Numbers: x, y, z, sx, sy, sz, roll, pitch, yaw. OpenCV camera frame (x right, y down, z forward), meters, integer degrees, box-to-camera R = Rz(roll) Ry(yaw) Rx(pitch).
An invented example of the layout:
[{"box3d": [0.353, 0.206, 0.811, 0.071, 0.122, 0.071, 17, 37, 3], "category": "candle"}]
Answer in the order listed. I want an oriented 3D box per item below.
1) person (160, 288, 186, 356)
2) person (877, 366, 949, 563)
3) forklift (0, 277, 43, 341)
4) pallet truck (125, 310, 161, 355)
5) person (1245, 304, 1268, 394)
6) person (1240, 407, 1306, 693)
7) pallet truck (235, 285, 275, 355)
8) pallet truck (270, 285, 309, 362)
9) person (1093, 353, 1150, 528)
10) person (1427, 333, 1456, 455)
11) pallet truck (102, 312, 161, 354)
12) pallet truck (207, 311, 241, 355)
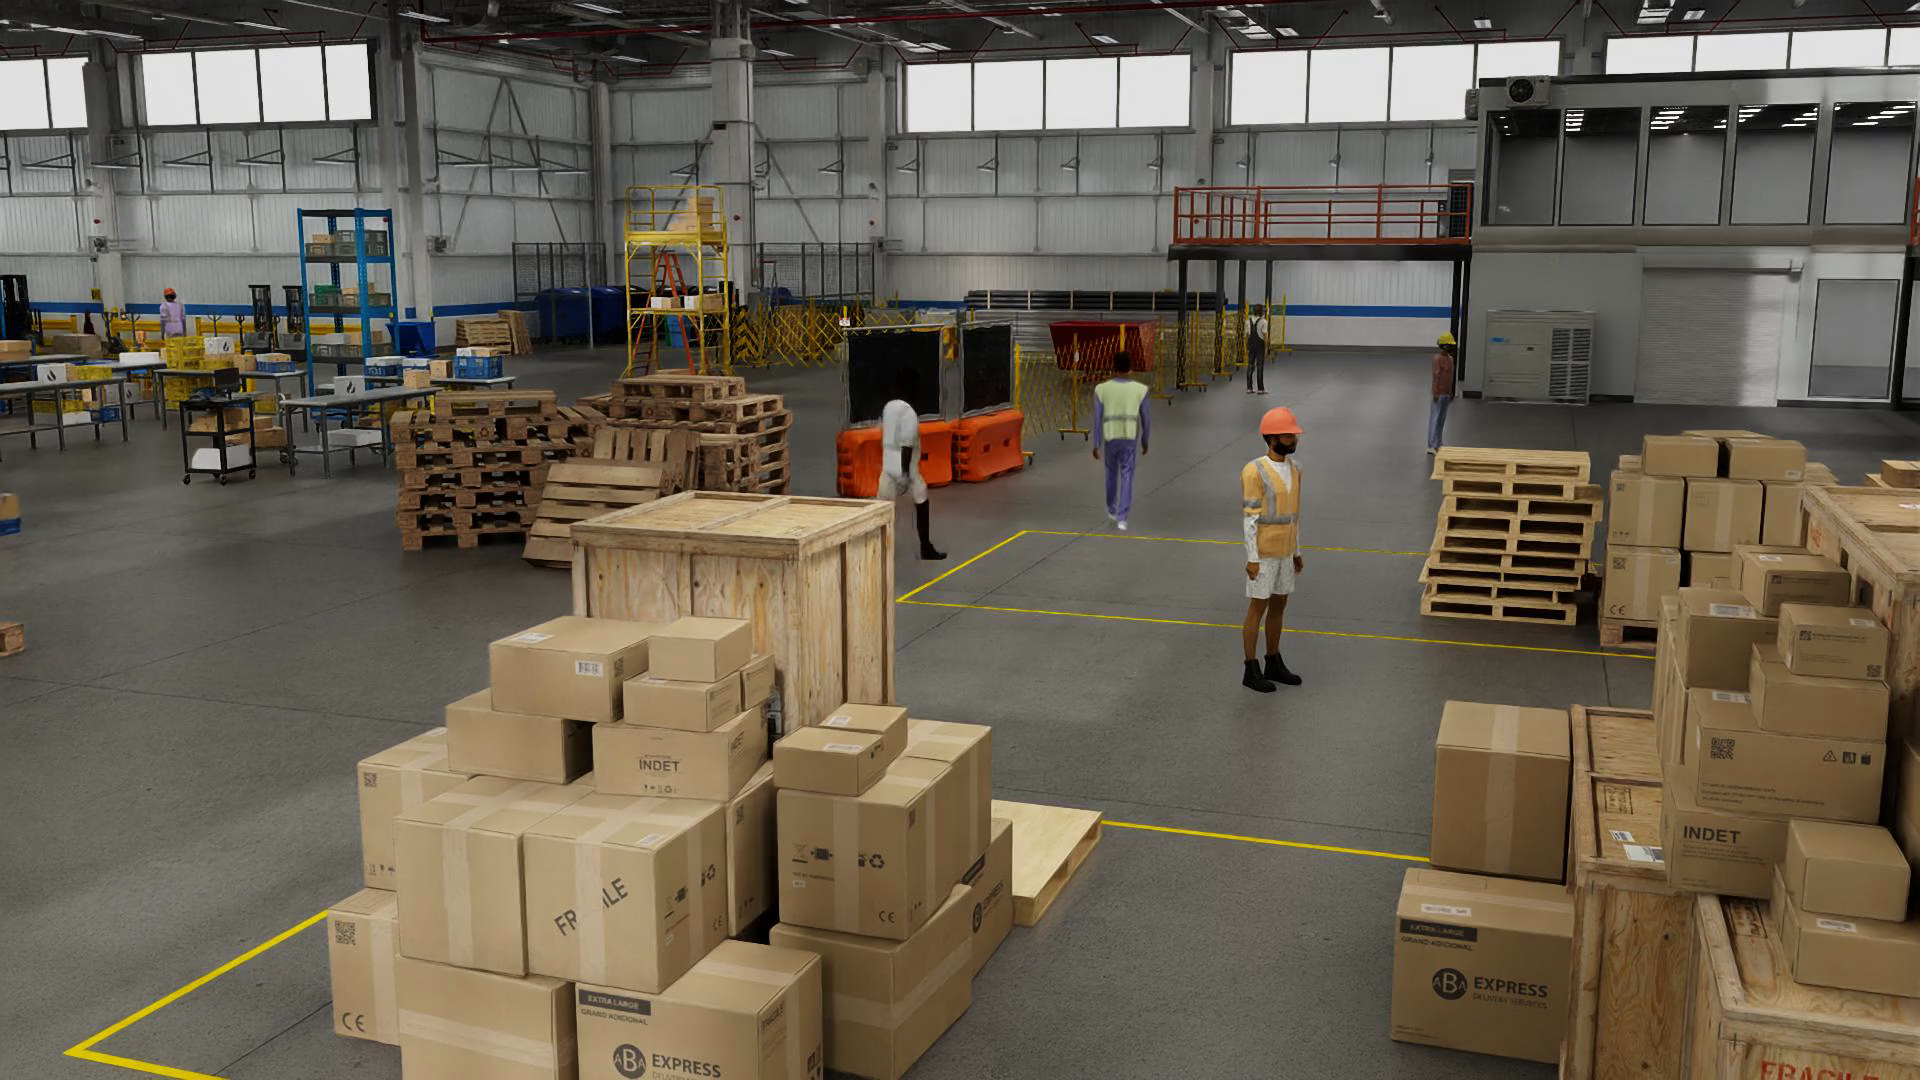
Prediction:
[{"box3d": [-18.510, -4.908, 39.109, 0.408, 2.034, 0.609, 7, 12, 34], "category": "person"}, {"box3d": [-0.616, -0.697, 15.724, 0.995, 1.920, 0.599, -6, 12, -31], "category": "person"}, {"box3d": [-27.151, -6.329, 46.328, 1.157, 1.987, 2.680, 3, 11, 17], "category": "forklift"}, {"box3d": [-22.038, -5.665, 45.457, 0.704, 1.261, 1.522, 3, 11, 17], "category": "pallet truck"}, {"box3d": [6.049, -3.886, 33.891, 0.504, 1.840, 0.345, 8, 13, 39], "category": "person"}, {"box3d": [2.152, 0.061, 11.373, 0.546, 1.942, 0.348, -9, 13, -40], "category": "person"}, {"box3d": [-18.327, -5.835, 44.421, 0.823, 1.965, 1.885, 4, 11, 23], "category": "pallet truck"}, {"box3d": [-17.147, -5.700, 43.663, 0.823, 1.965, 1.885, 3, 11, 17], "category": "pallet truck"}, {"box3d": [1.762, -1.097, 18.103, 0.613, 1.863, 0.998, 1, 10, 4], "category": "person"}, {"box3d": [7.021, -2.125, 24.180, 0.316, 1.769, 0.524, 9, 14, 42], "category": "person"}, {"box3d": [-23.057, -5.777, 46.261, 0.680, 1.201, 1.601, 3, 11, 19], "category": "pallet truck"}, {"box3d": [-19.537, -5.575, 44.913, 0.653, 1.274, 1.630, 3, 11, 19], "category": "pallet truck"}]
